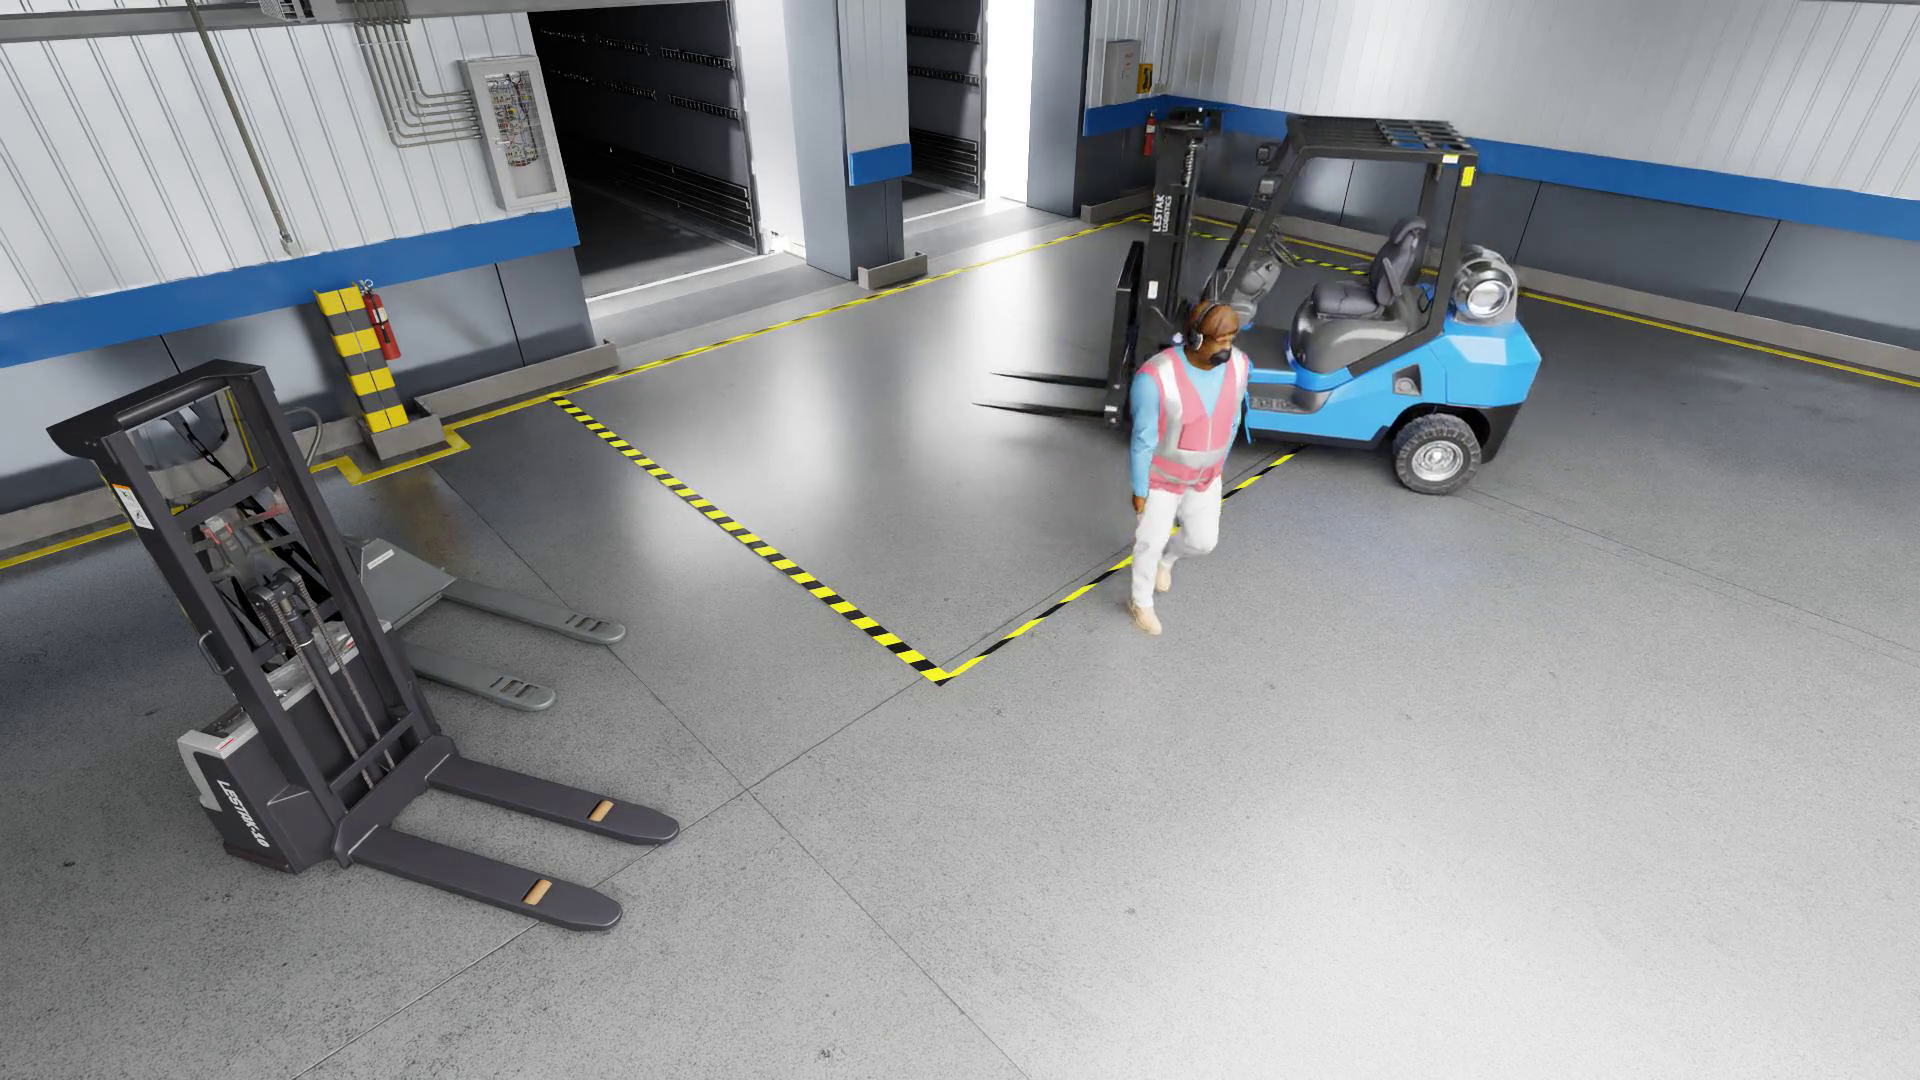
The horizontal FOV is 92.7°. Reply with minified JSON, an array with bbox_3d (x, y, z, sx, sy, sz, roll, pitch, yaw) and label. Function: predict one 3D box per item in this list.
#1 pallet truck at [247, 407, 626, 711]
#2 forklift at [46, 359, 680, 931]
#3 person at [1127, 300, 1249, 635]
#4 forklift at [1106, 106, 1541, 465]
[{"bbox_3d":[-2.628,0.038,4.590,1.601,1.201,0.680,12,36,18],"label":"pallet truck"},{"bbox_3d":[-2.135,0.422,3.354,1.885,1.965,0.823,10,35,14],"label":"forklift"},{"bbox_3d":[1.093,-0.360,4.663,0.620,1.828,0.547,-9,35,-13],"label":"person"},{"bbox_3d":[2.470,-1.742,6.220,2.680,2.036,1.157,8,35,12],"label":"forklift"}]
